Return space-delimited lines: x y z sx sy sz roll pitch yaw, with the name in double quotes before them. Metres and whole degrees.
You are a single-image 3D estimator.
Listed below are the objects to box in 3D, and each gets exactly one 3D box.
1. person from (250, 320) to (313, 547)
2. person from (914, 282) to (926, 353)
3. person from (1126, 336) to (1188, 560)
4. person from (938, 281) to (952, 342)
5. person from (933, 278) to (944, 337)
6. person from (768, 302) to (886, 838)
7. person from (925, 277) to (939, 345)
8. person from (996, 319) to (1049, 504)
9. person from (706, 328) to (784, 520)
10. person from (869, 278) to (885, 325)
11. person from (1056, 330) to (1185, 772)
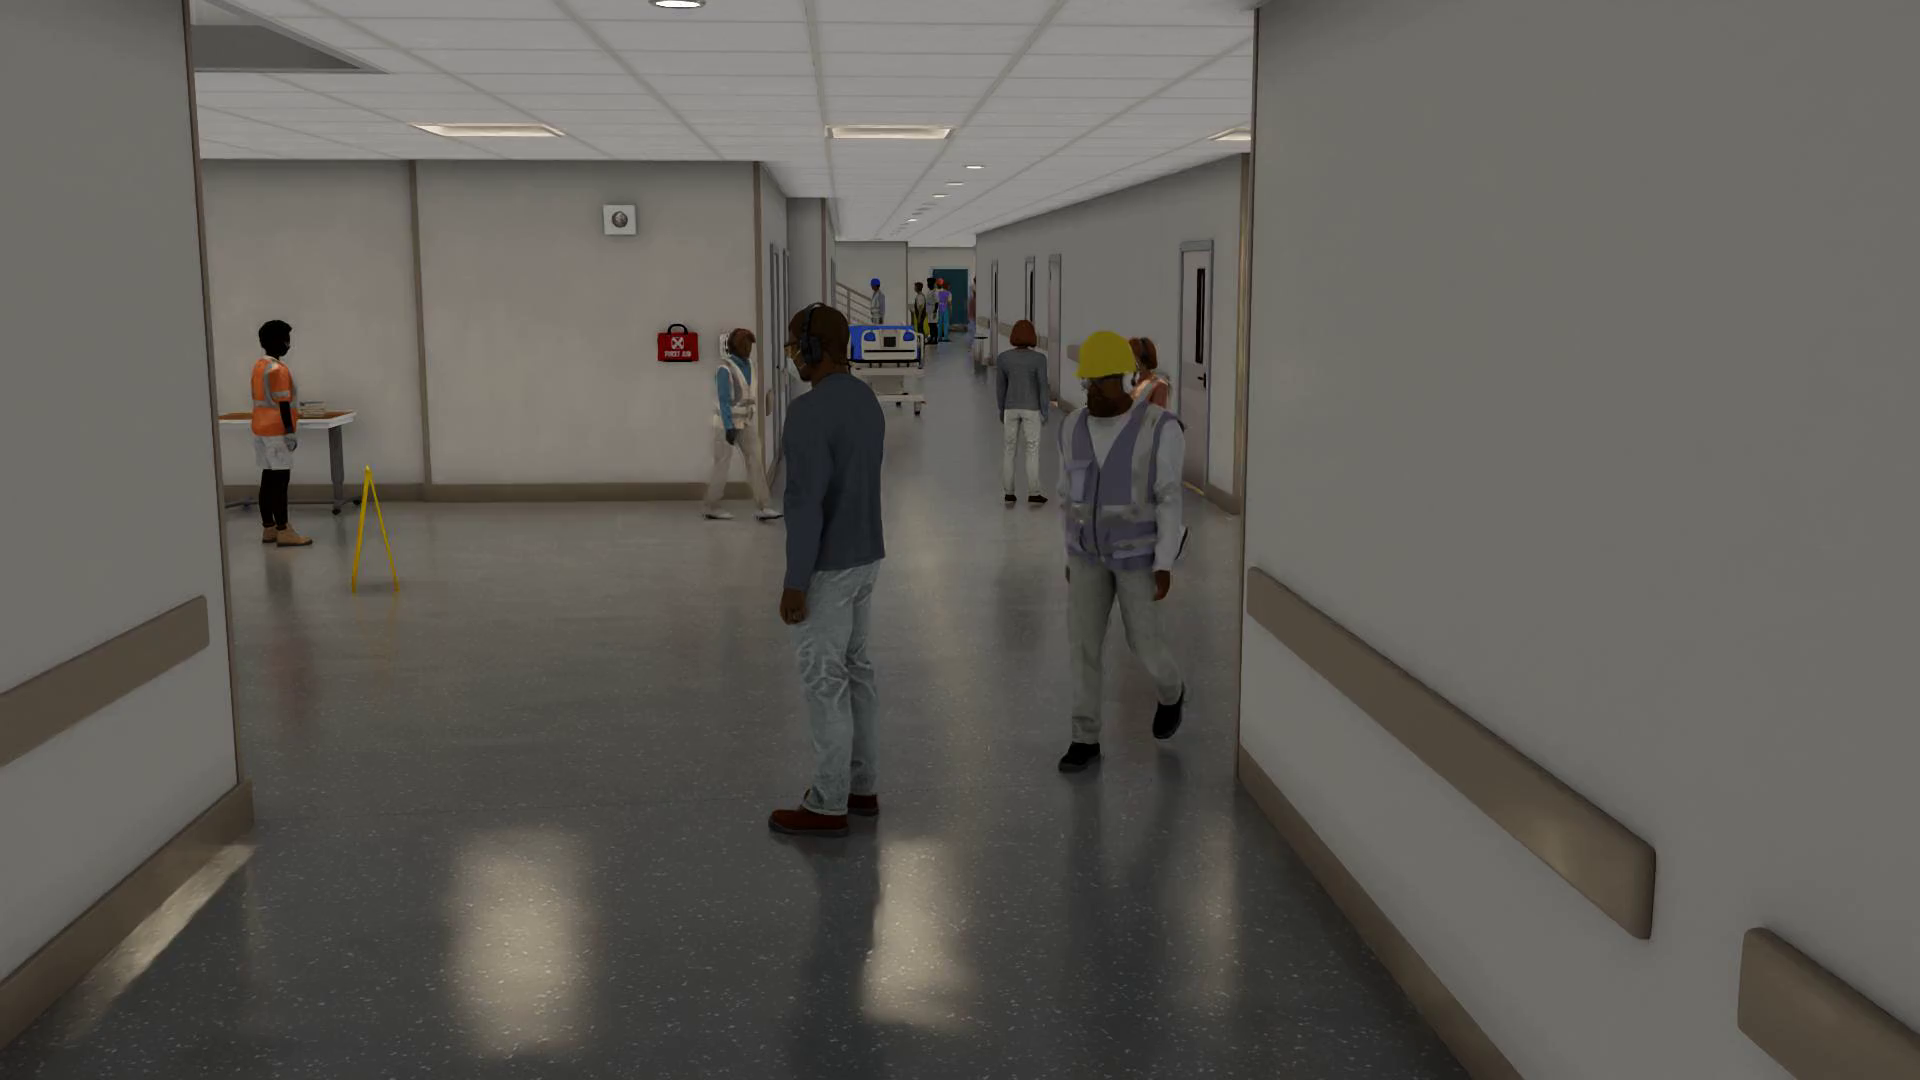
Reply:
"person" -5.113 -0.796 12.445 0.322 1.692 0.531 -8 12 -41
"person" -1.055 -5.811 43.447 0.330 1.844 0.519 1 9 4
"person" 1.287 -0.586 11.378 0.703 1.617 0.524 -5 10 -27
"person" -0.482 -6.925 50.477 0.583 1.841 0.387 9 12 43
"person" -0.667 -7.596 54.426 0.541 1.928 0.398 -3 10 -20
"person" -0.469 0.106 6.066 0.382 1.928 0.636 3 10 18
"person" -0.814 -6.601 48.035 0.362 1.965 0.612 -4 10 -25
"person" 0.561 -1.133 14.736 0.501 1.636 0.280 4 10 25
"person" -1.782 -0.931 13.572 0.809 1.585 0.555 5 10 30
"person" -2.114 -5.715 42.545 0.402 1.943 0.605 -4 10 -23
"person" 0.689 0.030 6.917 0.599 1.807 0.705 5 11 31
